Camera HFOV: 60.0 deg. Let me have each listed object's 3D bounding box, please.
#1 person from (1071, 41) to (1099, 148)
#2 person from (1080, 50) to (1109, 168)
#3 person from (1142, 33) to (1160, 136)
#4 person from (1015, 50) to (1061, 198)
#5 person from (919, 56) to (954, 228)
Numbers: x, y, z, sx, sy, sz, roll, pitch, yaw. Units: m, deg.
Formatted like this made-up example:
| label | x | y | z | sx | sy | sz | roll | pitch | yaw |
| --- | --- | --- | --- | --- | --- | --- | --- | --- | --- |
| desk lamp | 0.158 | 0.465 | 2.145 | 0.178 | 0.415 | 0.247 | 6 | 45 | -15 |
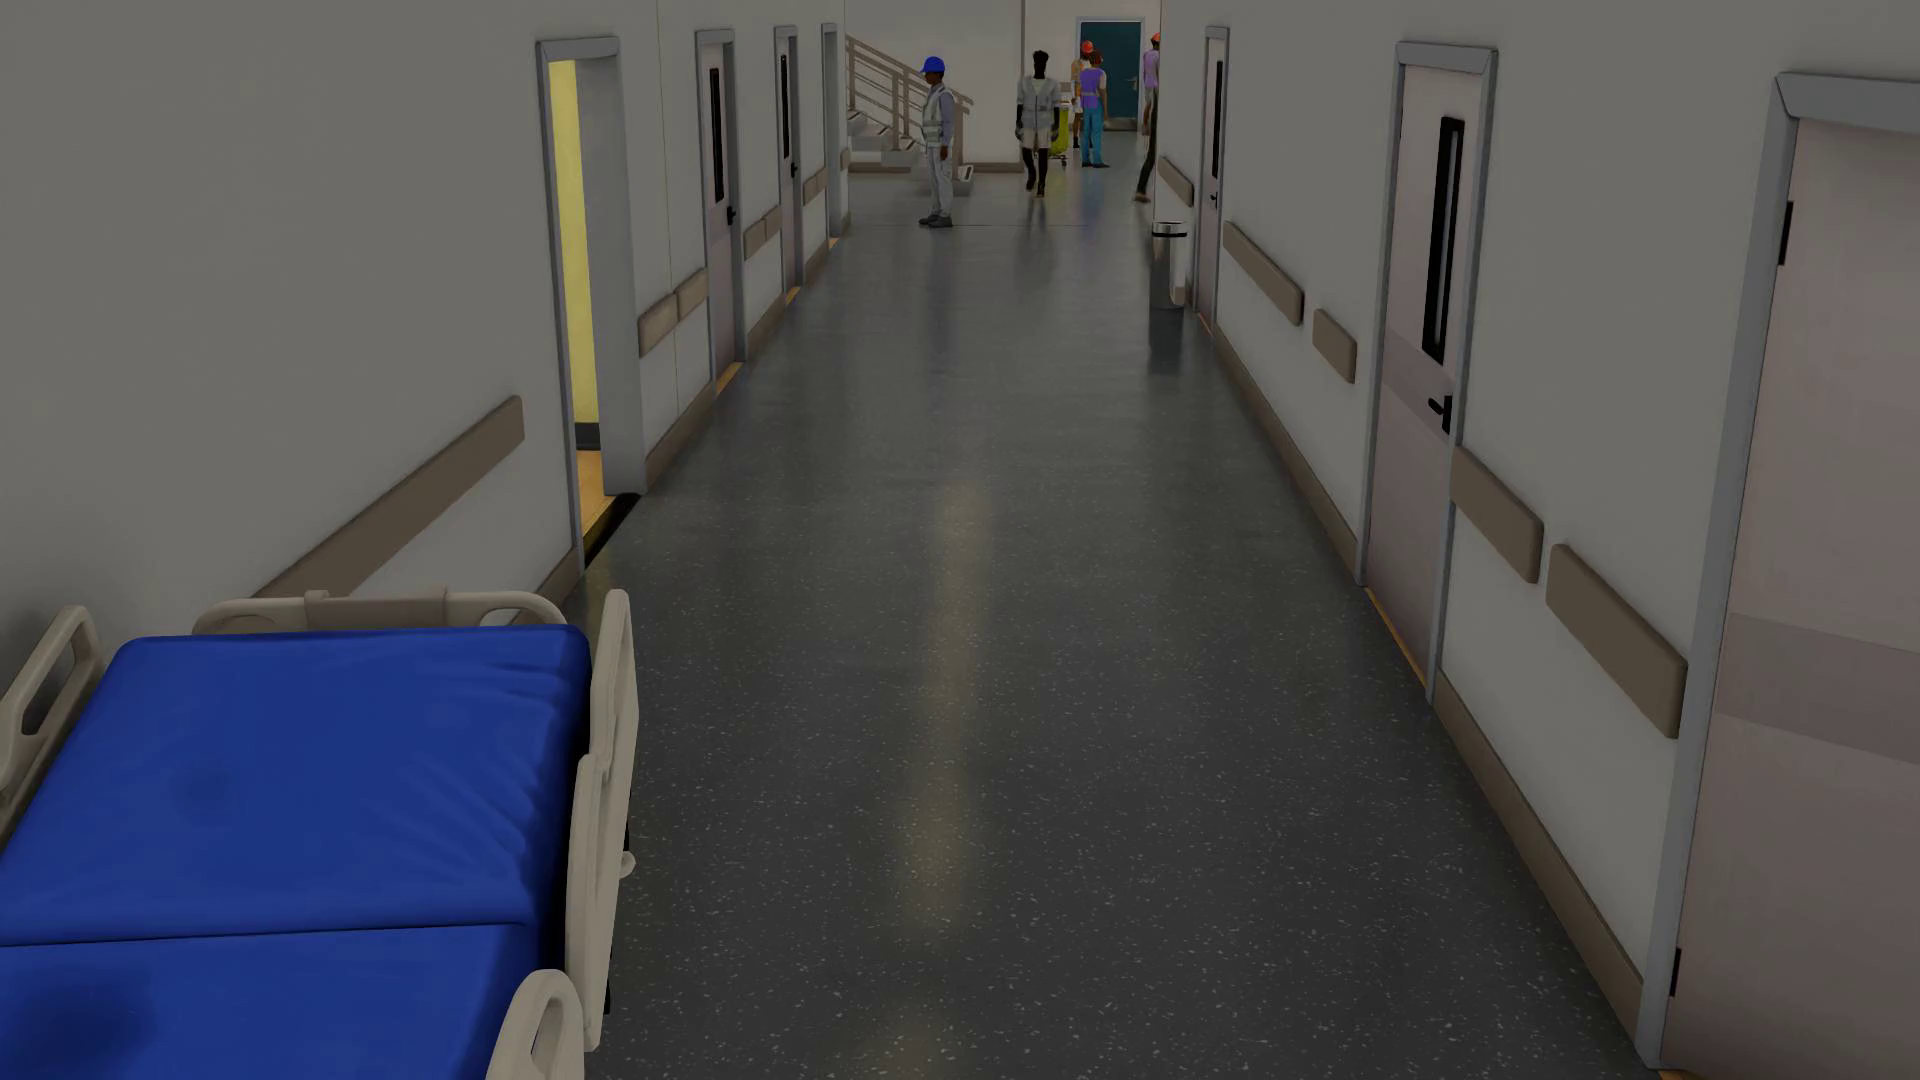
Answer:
| label | x | y | z | sx | sy | sz | roll | pitch | yaw |
| --- | --- | --- | --- | --- | --- | --- | --- | --- | --- |
| person | 2.310 | -8.212 | 30.686 | 0.543 | 1.928 | 0.372 | -4 | 18 | -13 |
| person | 2.153 | -6.950 | 26.850 | 0.390 | 1.850 | 0.565 | -15 | 23 | -38 |
| person | 3.956 | -9.234 | 33.739 | 0.403 | 2.031 | 0.614 | -11 | 21 | -30 |
| person | 1.060 | -5.645 | 22.575 | 0.628 | 1.950 | 0.478 | 3 | 18 | 9 |
| person | -0.269 | -4.634 | 19.406 | 0.396 | 1.946 | 0.617 | -6 | 19 | -19 |
